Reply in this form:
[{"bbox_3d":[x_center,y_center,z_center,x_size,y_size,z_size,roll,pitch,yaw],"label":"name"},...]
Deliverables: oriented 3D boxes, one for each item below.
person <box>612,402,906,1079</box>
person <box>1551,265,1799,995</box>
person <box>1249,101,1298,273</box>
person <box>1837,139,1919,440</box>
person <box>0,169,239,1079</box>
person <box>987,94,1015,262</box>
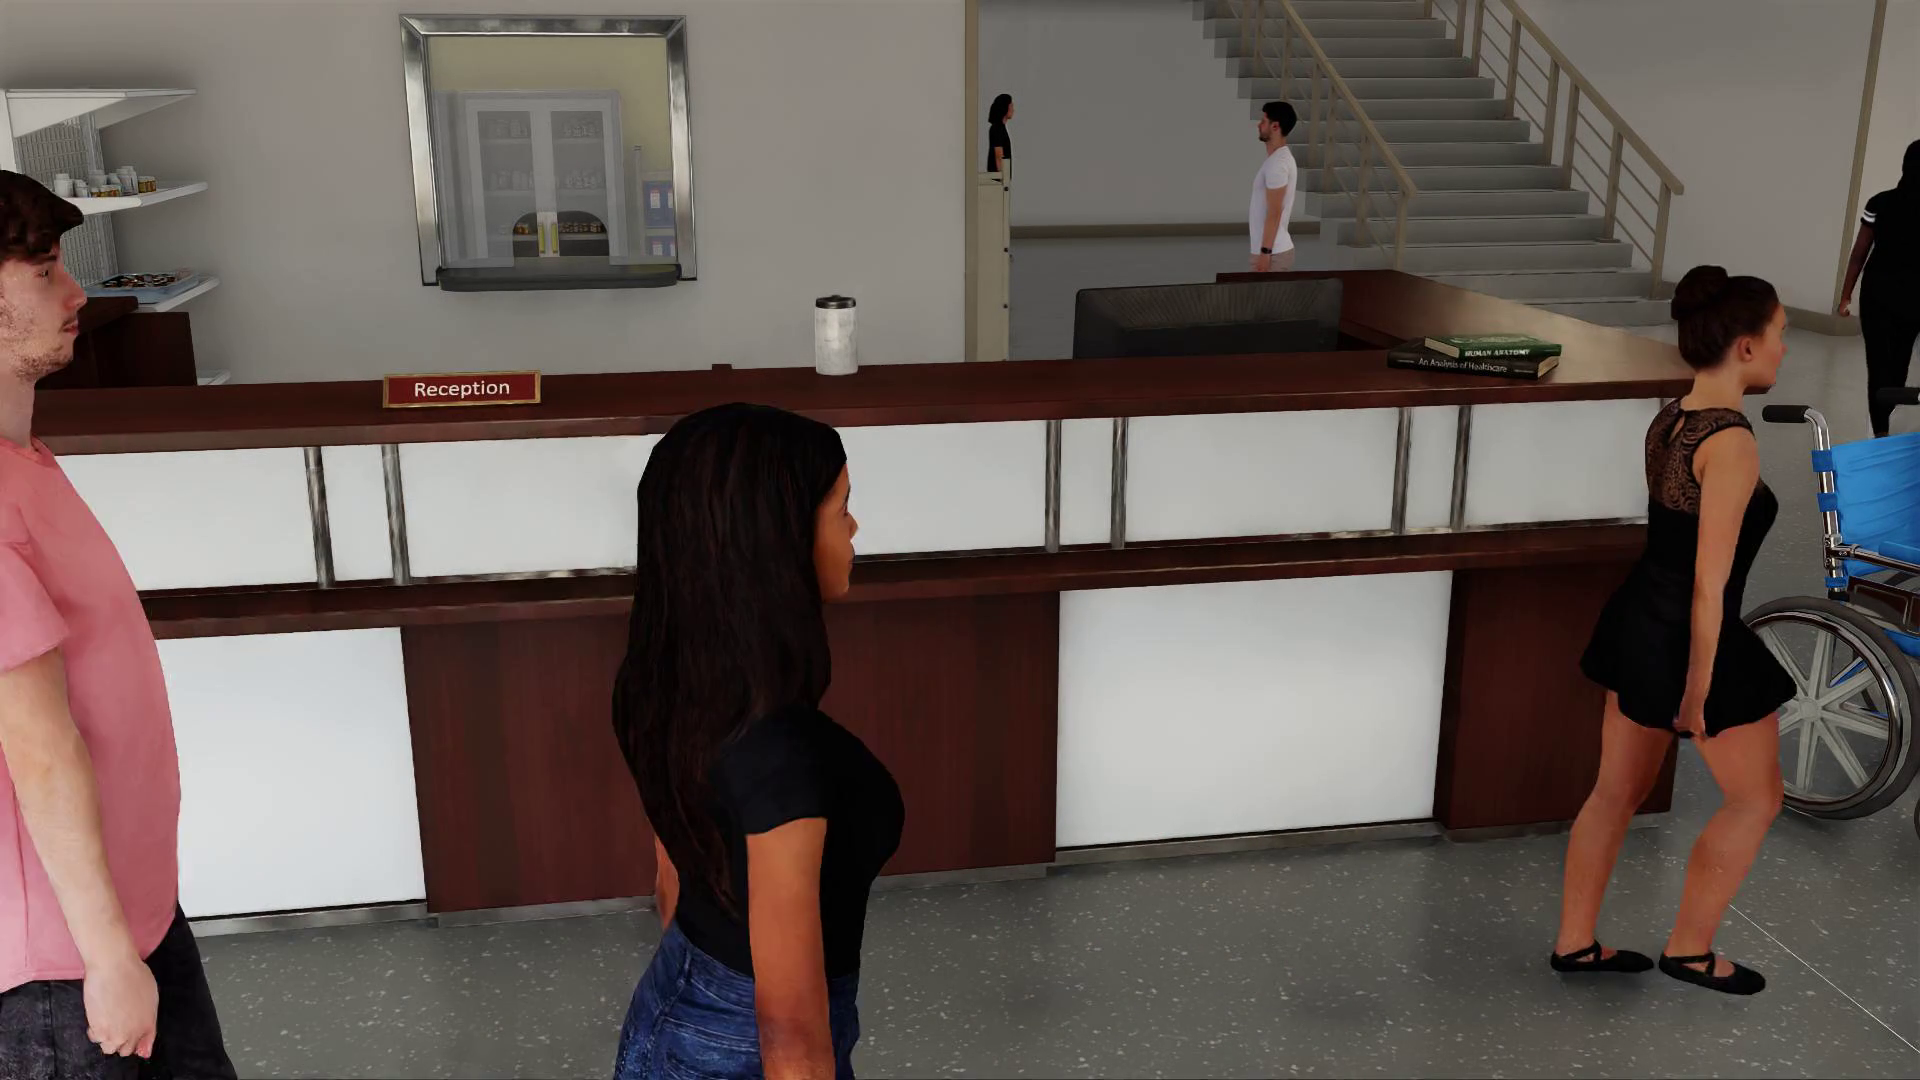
[{"bbox_3d":[-0.313,0.711,1.910,0.836,1.726,0.877,-11,19,-35],"label":"person"},{"bbox_3d":[1.507,0.244,3.688,0.681,1.659,0.638,-1,16,-3],"label":"person"},{"bbox_3d":[1.999,-1.851,10.700,0.818,1.888,0.669,3,16,11],"label":"person"},{"bbox_3d":[4.980,-1.224,8.840,0.990,1.690,1.224,5,16,17],"label":"person"},{"bbox_3d":[-1.285,0.522,2.192,0.884,1.937,1.129,-8,17,-25],"label":"person"},{"bbox_3d":[0.424,-4.068,18.650,0.734,1.827,0.528,0,16,1],"label":"person"}]
